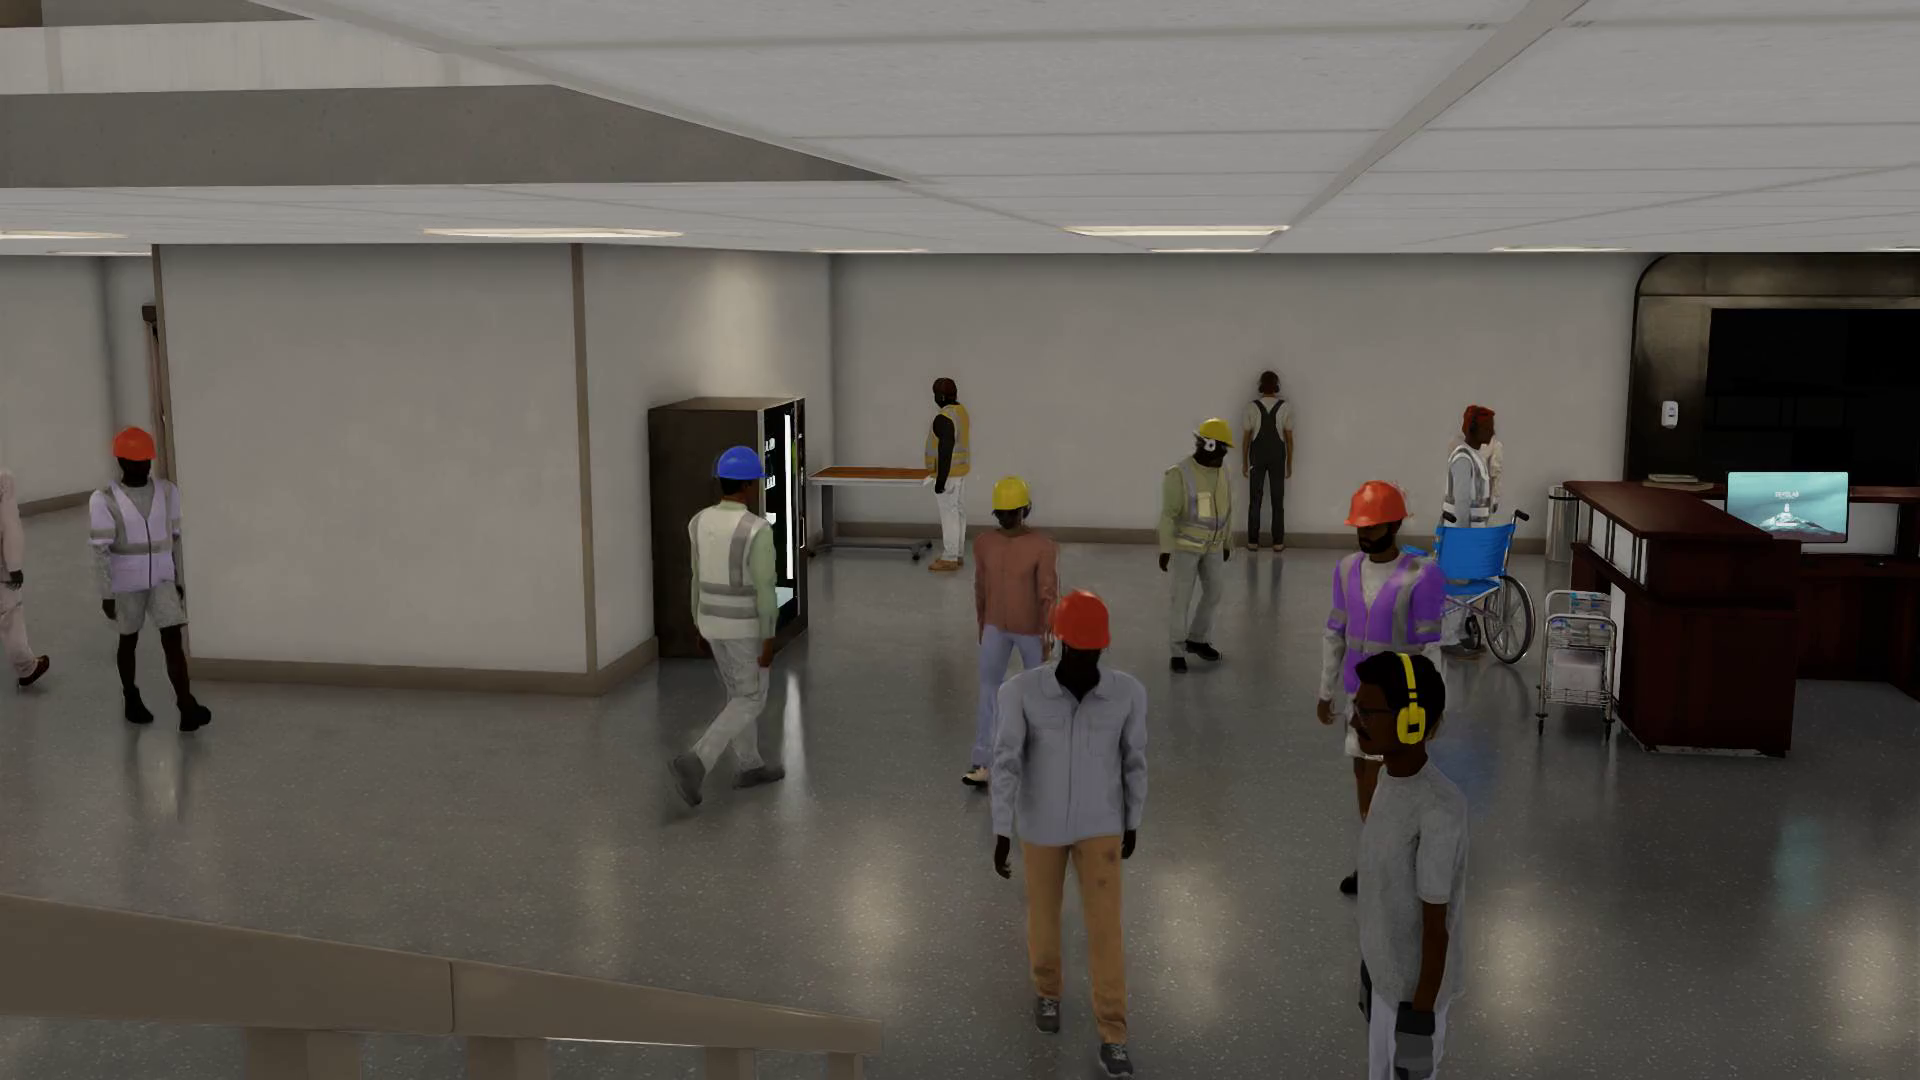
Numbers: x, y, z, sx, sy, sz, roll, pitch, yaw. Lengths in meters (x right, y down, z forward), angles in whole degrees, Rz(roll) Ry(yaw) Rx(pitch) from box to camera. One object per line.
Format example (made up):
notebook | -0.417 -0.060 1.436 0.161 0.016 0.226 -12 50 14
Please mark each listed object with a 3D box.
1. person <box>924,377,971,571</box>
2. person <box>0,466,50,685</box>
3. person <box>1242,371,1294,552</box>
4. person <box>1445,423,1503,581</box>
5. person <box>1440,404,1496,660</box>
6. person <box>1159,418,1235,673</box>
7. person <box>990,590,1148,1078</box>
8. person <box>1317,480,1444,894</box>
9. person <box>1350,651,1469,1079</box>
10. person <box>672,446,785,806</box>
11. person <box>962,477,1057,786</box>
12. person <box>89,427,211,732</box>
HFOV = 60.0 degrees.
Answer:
person | -0.125 -0.625 15.833 0.430 1.840 0.622 3 10 15
person | -6.523 0.128 11.084 0.658 1.862 0.877 -1 9 -9
person | 3.118 -0.791 16.852 0.507 1.839 0.339 1 9 9
person | 4.631 -0.389 15.033 0.505 1.628 0.286 6 11 33
person | 3.720 -0.059 12.225 0.353 1.878 0.582 4 10 25
person | 1.642 0.034 11.882 0.760 1.811 0.465 -5 11 -30
person | 0.399 1.036 5.961 0.585 1.714 0.842 0 9 -2
person | 1.870 0.682 7.512 0.434 1.916 0.566 -7 12 -37
person | 1.162 1.212 4.434 0.338 1.866 0.514 0 9 -1
person | -1.243 0.462 8.874 0.620 1.926 0.793 8 12 41
person | 0.299 0.496 9.288 0.527 1.712 0.950 4 10 22
person | -4.997 0.257 10.214 0.986 1.883 0.573 9 13 43
